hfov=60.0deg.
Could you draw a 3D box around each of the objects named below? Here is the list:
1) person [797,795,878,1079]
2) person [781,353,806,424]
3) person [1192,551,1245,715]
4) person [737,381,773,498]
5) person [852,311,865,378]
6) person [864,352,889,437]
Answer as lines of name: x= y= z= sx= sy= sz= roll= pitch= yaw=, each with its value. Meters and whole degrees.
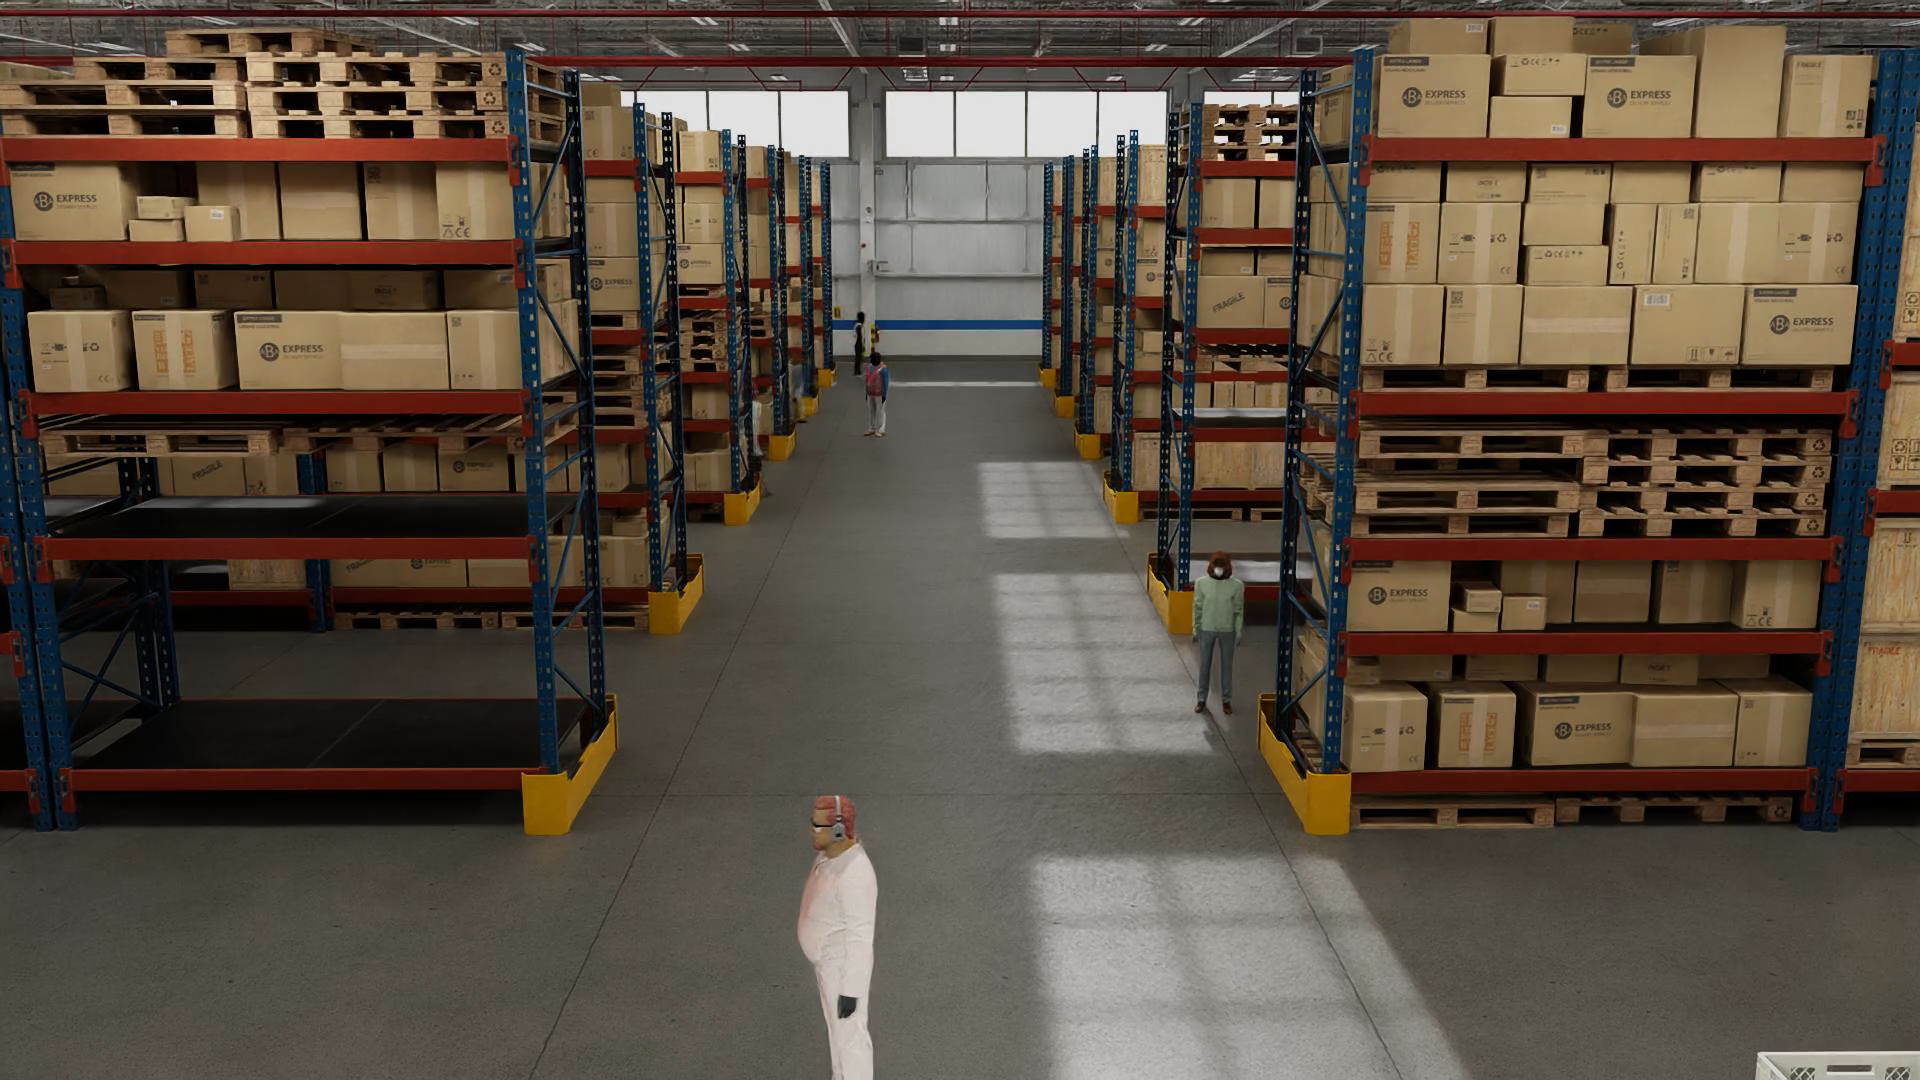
person: x=-0.661 y=2.271 z=8.866 sx=0.406 sy=1.911 sz=0.636 roll=-3 pitch=12 yaw=-17
person: x=-3.851 y=-3.448 z=37.927 sx=0.699 sy=1.603 sz=0.530 roll=-3 pitch=12 yaw=-16
person: x=2.535 y=0.910 z=16.315 sx=0.524 sy=1.627 sz=0.297 roll=3 pitch=12 yaw=14
person: x=-3.572 y=-1.693 z=28.274 sx=0.612 sy=1.996 sz=1.034 roll=-9 pitch=15 yaw=-38
person: x=-2.940 y=-5.659 z=48.156 sx=0.382 sy=1.914 sz=0.593 roll=-2 pitch=12 yaw=-8
person: x=-1.819 y=-3.139 z=35.844 sx=0.627 sy=1.844 sz=0.429 roll=10 pitch=15 yaw=41
